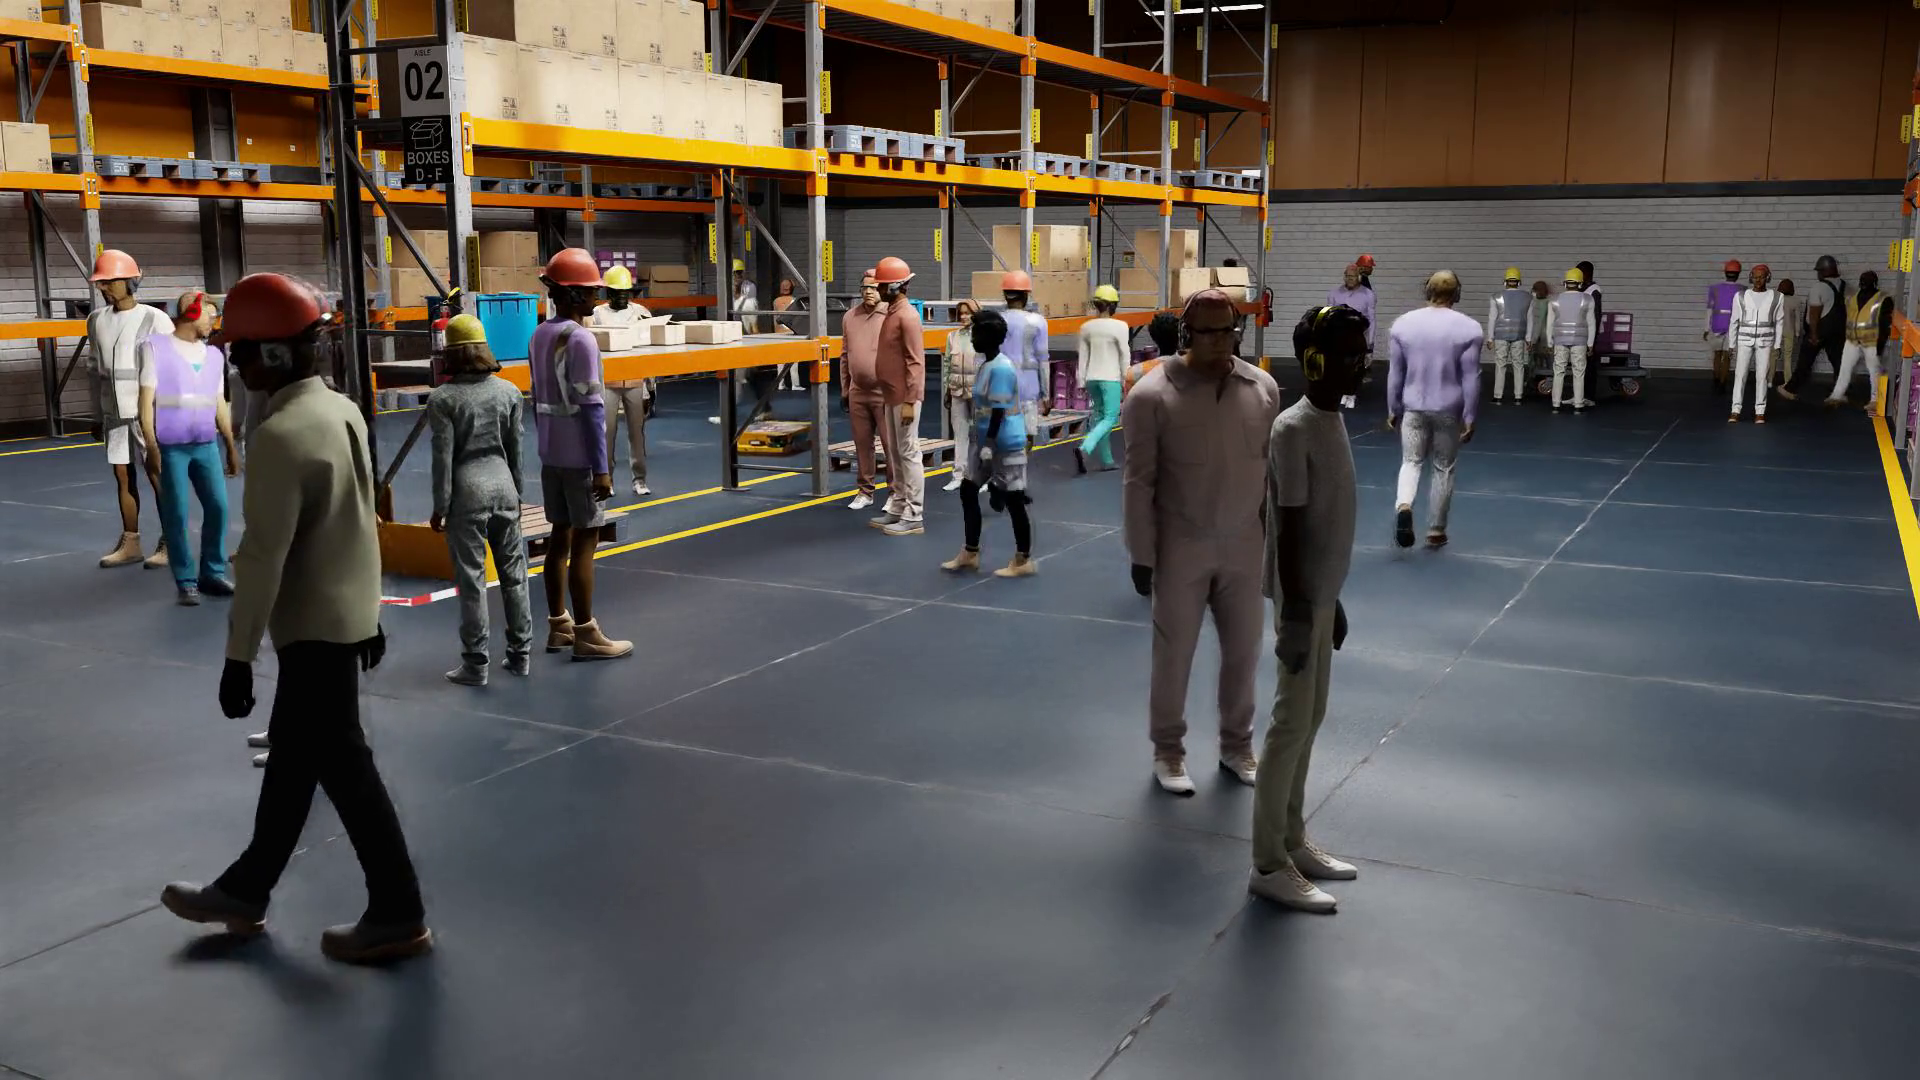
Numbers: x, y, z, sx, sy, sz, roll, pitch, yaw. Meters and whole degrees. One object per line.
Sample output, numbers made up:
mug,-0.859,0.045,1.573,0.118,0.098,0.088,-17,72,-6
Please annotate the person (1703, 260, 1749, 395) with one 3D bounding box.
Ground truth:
person,11.036,-3.048,23.873,0.582,1.913,0.754,7,12,36

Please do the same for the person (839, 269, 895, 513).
person,-0.671,-1.158,13.012,0.642,1.902,0.400,5,11,29

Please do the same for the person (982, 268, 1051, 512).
person,0.403,-1.158,12.985,0.542,1.915,0.870,5,11,29

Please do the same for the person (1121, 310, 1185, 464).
person,1.234,-0.522,9.900,0.559,1.681,0.391,2,10,14

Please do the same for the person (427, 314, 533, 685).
person,-2.276,-0.187,7.836,0.312,1.738,0.483,9,14,44

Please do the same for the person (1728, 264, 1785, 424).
person,9.452,-2.322,19.772,0.586,1.882,0.340,5,11,26

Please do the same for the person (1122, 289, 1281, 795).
person,0.928,0.014,6.251,0.656,1.898,0.399,-3,10,-17

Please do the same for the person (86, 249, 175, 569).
person,-5.309,-0.824,10.638,0.614,2.040,0.390,2,10,12

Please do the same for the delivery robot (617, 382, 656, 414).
delivery robot,-3.964,-1.774,20.169,0.477,0.478,0.707,2,10,11

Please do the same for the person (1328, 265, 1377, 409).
person,5.134,-2.684,21.920,0.658,1.870,0.941,4,11,24

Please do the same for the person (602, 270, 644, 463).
person,-3.260,-1.661,15.973,0.550,1.886,1.035,0,10,1

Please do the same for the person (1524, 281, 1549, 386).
person,8.679,-3.076,24.933,0.606,1.600,0.528,1,10,8

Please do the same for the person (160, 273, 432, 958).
person,-1.932,0.242,4.693,0.835,1.957,0.647,-1,10,-3

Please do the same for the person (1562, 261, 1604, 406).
person,8.305,-2.727,22.038,0.395,1.911,0.590,0,10,-1

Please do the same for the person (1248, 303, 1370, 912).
person,1.106,0.202,5.208,0.315,1.867,0.526,5,11,26

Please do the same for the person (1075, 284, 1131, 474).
person,1.278,-1.461,15.198,0.527,1.742,0.725,9,13,43

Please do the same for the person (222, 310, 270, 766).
person,-2.719,-0.039,6.619,0.329,1.865,0.508,-4,11,-24

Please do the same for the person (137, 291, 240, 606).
person,-4.490,-0.524,9.619,0.385,1.809,0.603,5,11,28

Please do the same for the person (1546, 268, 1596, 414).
person,7.683,-2.496,20.920,0.588,1.835,0.403,5,11,28

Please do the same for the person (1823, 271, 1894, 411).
person,11.535,-2.528,21.256,0.975,1.786,0.639,-6,11,-31

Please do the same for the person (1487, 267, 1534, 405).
person,7.321,-2.709,22.163,0.601,1.830,0.403,1,10,4

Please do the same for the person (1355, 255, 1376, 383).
person,6.275,-3.443,25.938,0.386,1.992,0.625,5,11,27

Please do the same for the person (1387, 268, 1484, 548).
person,3.179,-0.864,11.221,0.639,1.924,0.717,5,11,28

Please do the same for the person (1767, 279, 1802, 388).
person,12.332,-3.088,24.933,0.497,1.633,0.284,7,12,34

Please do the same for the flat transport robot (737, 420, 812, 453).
flat transport robot,-1.926,-1.075,17.218,0.652,0.197,1.431,2,10,11

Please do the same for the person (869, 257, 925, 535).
person,-0.446,-1.032,11.991,0.392,1.991,0.613,-3,10,-16

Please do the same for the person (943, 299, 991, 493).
person,0.088,-1.219,14.091,0.514,1.641,0.309,6,11,29

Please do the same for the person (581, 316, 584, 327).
person,-4.910,-2.495,20.836,0.734,1.865,0.575,0,10,1

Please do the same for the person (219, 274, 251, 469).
person,-6.555,-1.553,15.494,0.429,1.831,0.631,4,10,20

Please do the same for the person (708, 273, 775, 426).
person,-2.582,-2.255,19.681,0.984,1.790,0.518,-9,13,-42

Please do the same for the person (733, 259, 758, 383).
person,-3.433,-3.395,25.860,0.594,1.924,0.383,5,11,26

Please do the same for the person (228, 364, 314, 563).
person,-4.551,-0.842,11.193,0.630,1.895,0.983,5,11,26

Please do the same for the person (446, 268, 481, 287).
person,-4.578,-1.592,15.389,0.358,1.938,0.542,-10,14,-44

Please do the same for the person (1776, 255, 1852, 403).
person,11.749,-2.902,22.674,0.692,2.000,1.027,-3,10,-16

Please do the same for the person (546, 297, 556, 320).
person,-4.782,-2.404,20.049,0.382,1.949,0.614,-3,10,-18

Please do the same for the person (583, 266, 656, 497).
person,-2.817,-1.313,13.838,0.588,1.918,0.396,-4,11,-24

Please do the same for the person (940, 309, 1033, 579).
person,0.150,-0.574,10.270,0.674,1.673,0.552,-3,10,-16

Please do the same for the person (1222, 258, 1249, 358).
person,4.171,-3.400,25.879,0.629,1.927,0.865,5,11,26

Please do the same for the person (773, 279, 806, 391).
person,-2.513,-3.000,24.405,0.511,1.641,0.307,6,11,30

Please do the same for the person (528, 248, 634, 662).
person,-1.904,-0.418,8.288,0.377,2.044,0.608,-8,13,-39
